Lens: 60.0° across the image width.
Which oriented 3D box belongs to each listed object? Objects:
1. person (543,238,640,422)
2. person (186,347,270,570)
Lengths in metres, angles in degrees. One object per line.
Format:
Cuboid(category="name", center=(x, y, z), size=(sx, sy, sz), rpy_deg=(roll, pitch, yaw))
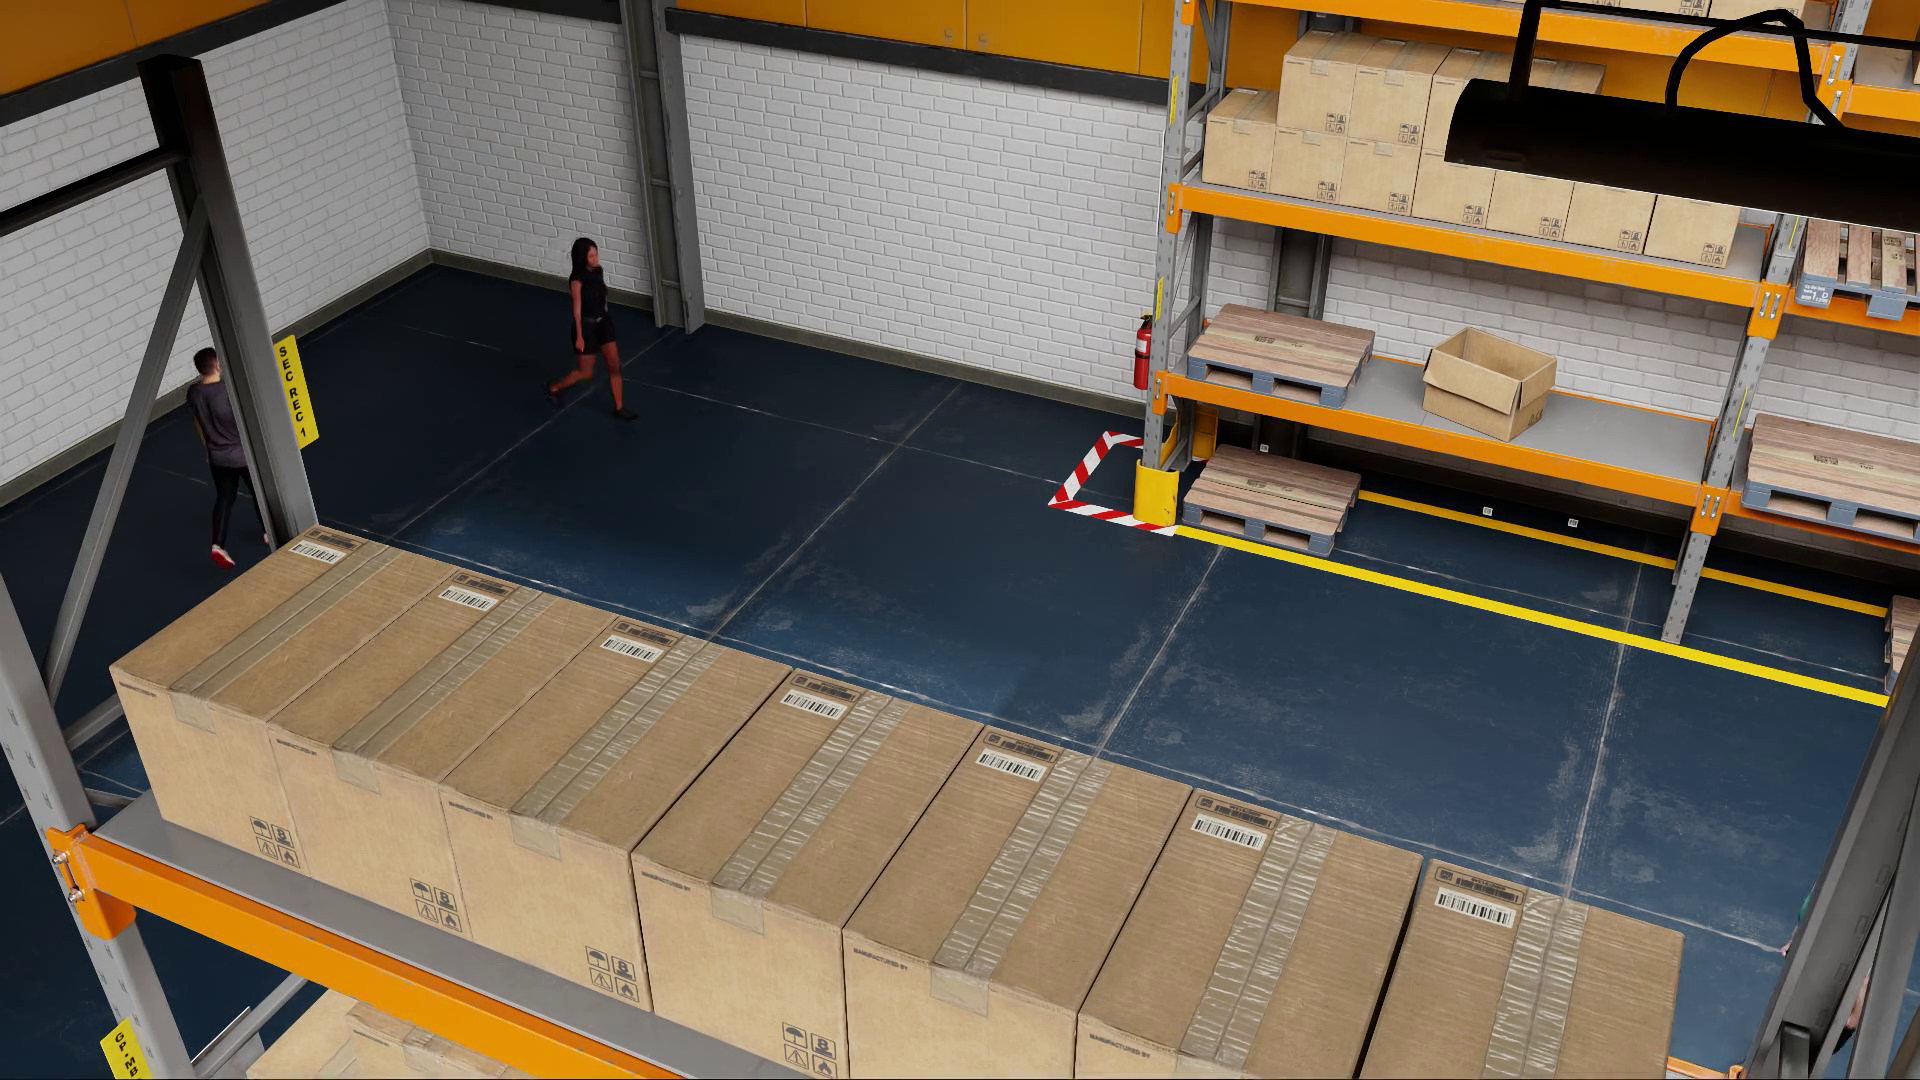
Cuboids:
Cuboid(category="person", center=(-3.225, -1.773, 14.217), size=(1.039, 1.715, 0.677), rpy_deg=(10, 35, 14))
Cuboid(category="person", center=(-5.473, -0.582, 12.402), size=(1.083, 1.741, 0.916), rpy_deg=(4, 34, 6))
